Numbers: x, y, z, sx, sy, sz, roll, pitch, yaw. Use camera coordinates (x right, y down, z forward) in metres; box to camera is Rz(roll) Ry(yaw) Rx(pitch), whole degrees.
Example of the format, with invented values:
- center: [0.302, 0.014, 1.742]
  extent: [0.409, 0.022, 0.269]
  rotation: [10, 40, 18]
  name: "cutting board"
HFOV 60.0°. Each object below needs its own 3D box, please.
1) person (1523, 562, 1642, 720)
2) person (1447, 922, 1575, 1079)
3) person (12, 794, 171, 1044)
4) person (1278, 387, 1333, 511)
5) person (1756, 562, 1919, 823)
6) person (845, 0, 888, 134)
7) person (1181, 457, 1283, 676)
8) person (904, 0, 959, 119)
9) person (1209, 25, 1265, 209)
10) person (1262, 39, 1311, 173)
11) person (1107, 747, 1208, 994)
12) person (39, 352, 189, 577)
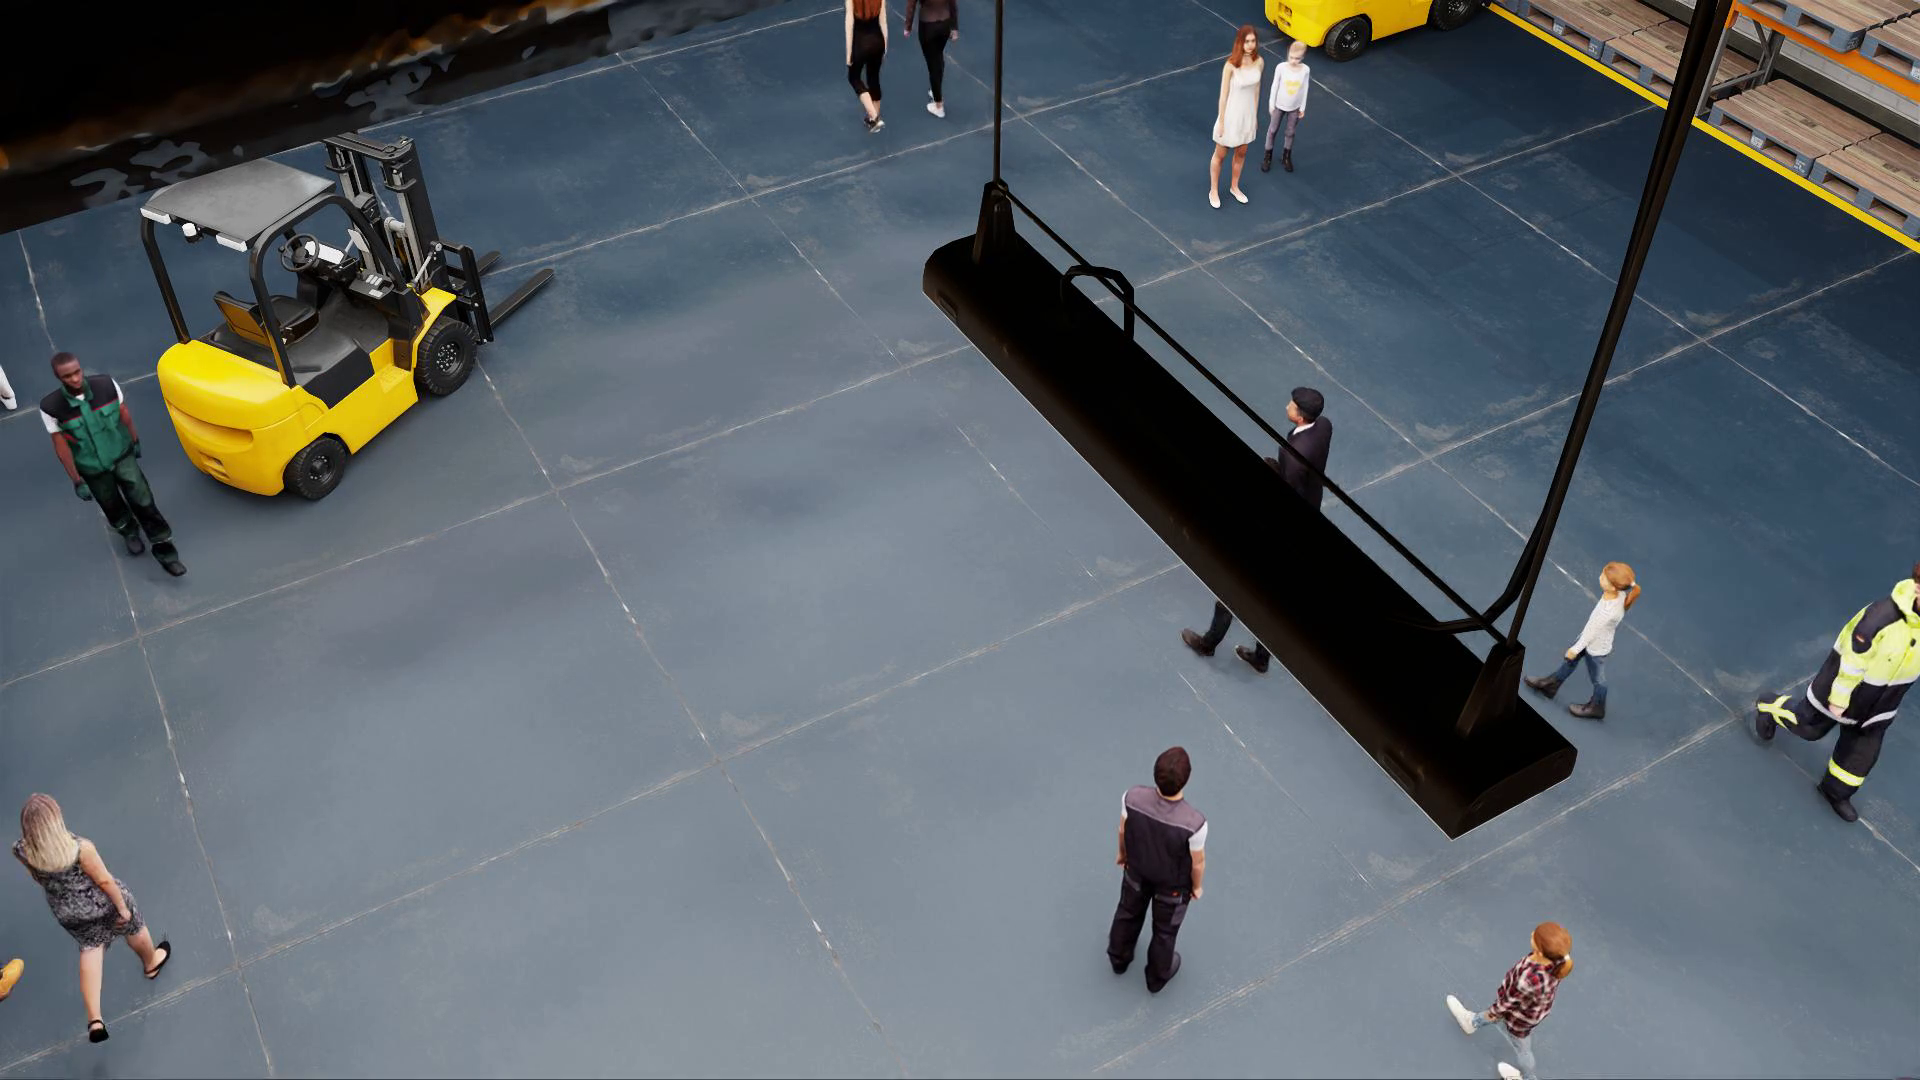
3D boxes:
- center: [4.083, 0.676, 10.484]
  extent: [0.846, 1.299, 0.724]
  rotation: [18, 46, 18]
  name: "person"
- center: [2.981, 2.456, 8.634]
  extent: [0.641, 1.272, 0.904]
  rotation: [-31, 52, -28]
  name: "person"
- center: [-4.652, 2.016, 8.801]
  extent: [0.841, 1.679, 1.061]
  rotation: [-1, 44, -1]
  name: "person"
- center: [2.311, -0.205, 11.006]
  extent: [1.036, 1.854, 0.905]
  rotation: [29, 51, 27]
  name: "person"
- center: [5.329, 0.779, 9.902]
  extent: [1.009, 1.952, 1.251]
  rotation: [-7, 44, -7]
  name: "person"
- center: [-0.852, -4.607, 15.733]
  extent: [0.606, 1.708, 0.766]
  rotation: [-17, 46, -17]
  name: "person"
- center: [1.970, 0.212, 10.628]
  extent: [0.939, 1.771, 0.805]
  rotation: [33, 53, 30]
  name: "person"
- center: [-0.207, -4.884, 16.045]
  extent: [0.663, 1.678, 0.752]
  rotation: [-22, 48, -22]
  name: "person"
- center: [2.477, -3.804, 14.887]
  extent: [0.599, 1.712, 0.589]
  rotation: [-12, 45, -13]
  name: "person"
- center: [3.042, -4.052, 15.461]
  extent: [0.577, 1.279, 0.619]
  rotation: [2, 44, 2]
  name: "person"
- center: [1.063, 1.777, 8.934]
  extent: [0.699, 1.843, 0.812]
  rotation: [23, 48, 22]
  name: "person"
- center: [-5.916, -0.582, 11.439]
  extent: [0.812, 1.802, 1.089]
  rotation: [-28, 50, -26]
  name: "person"
